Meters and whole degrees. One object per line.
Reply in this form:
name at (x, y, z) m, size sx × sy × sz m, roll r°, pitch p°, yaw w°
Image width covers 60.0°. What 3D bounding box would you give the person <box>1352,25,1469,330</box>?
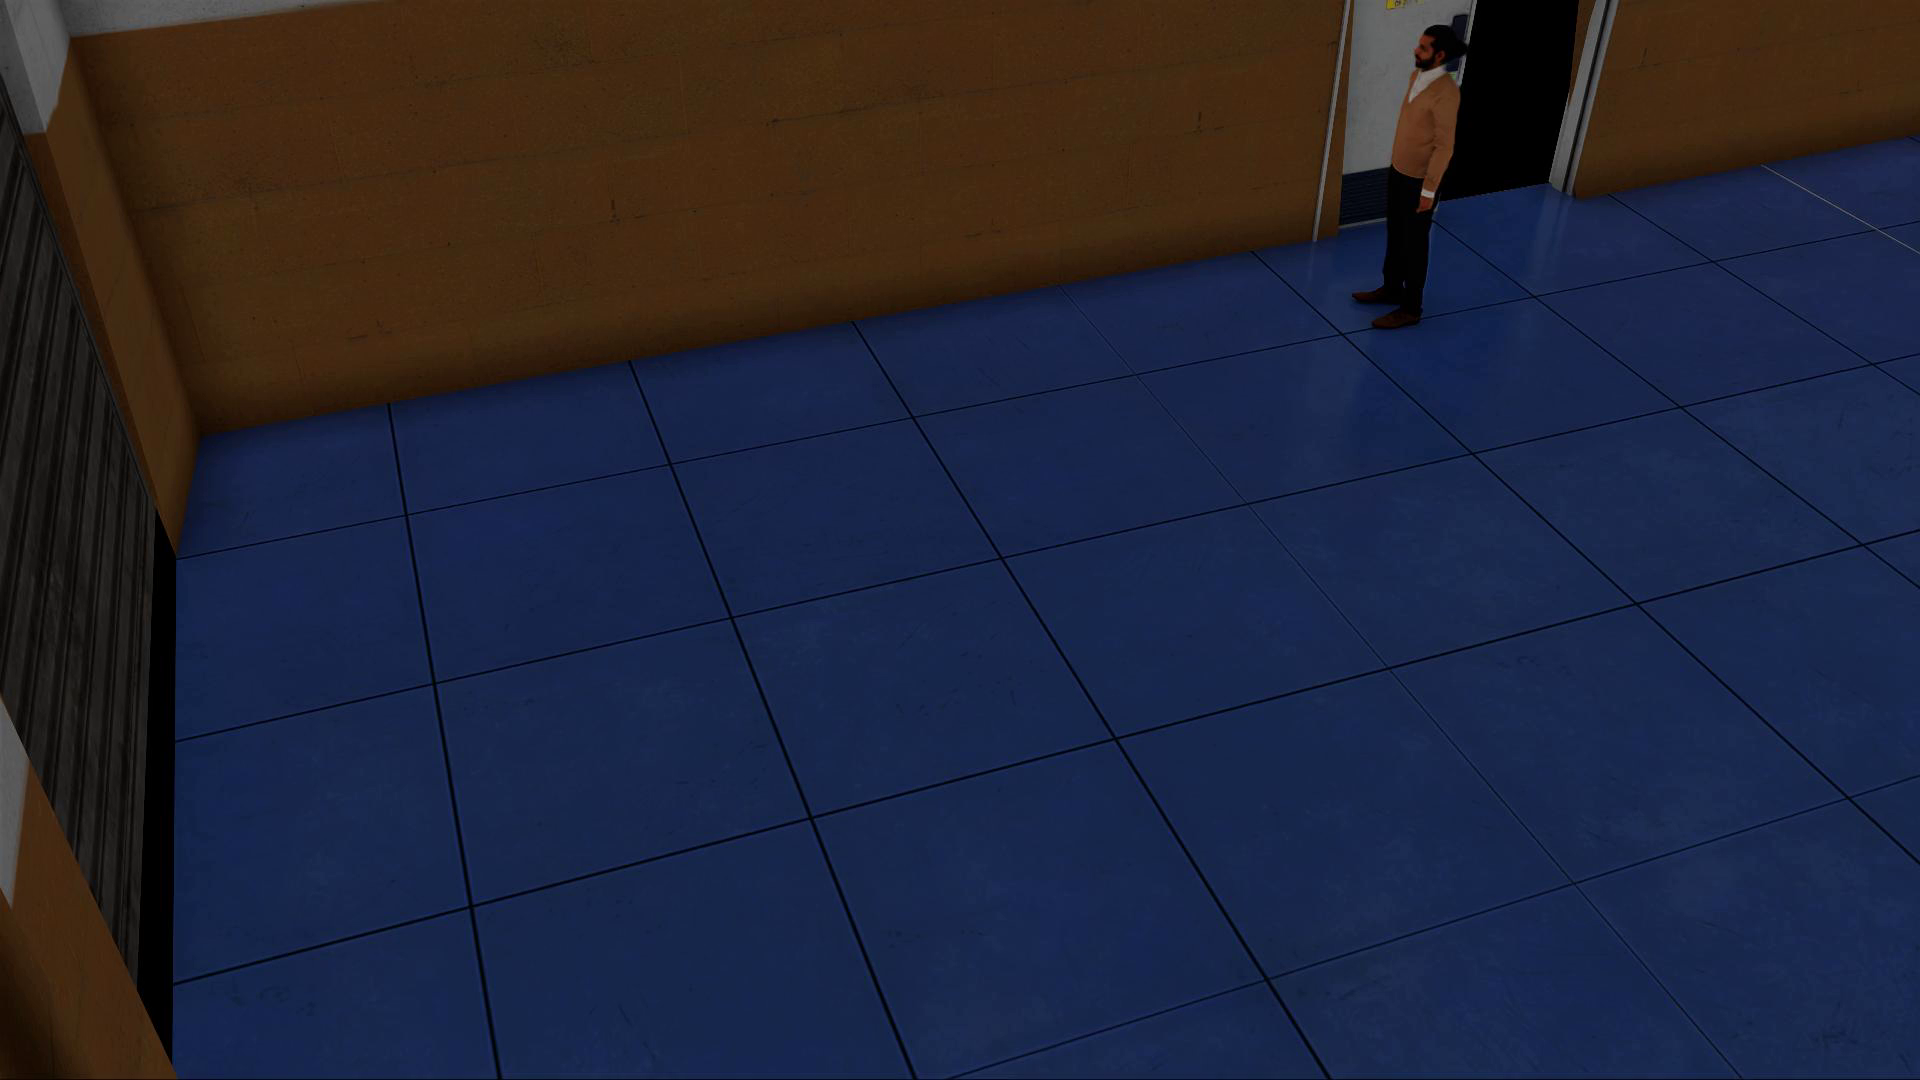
person at (2.587, -2.055, 9.426) m, size 0.764 × 1.754 × 0.575 m, roll -6°, pitch 37°, yaw -8°
